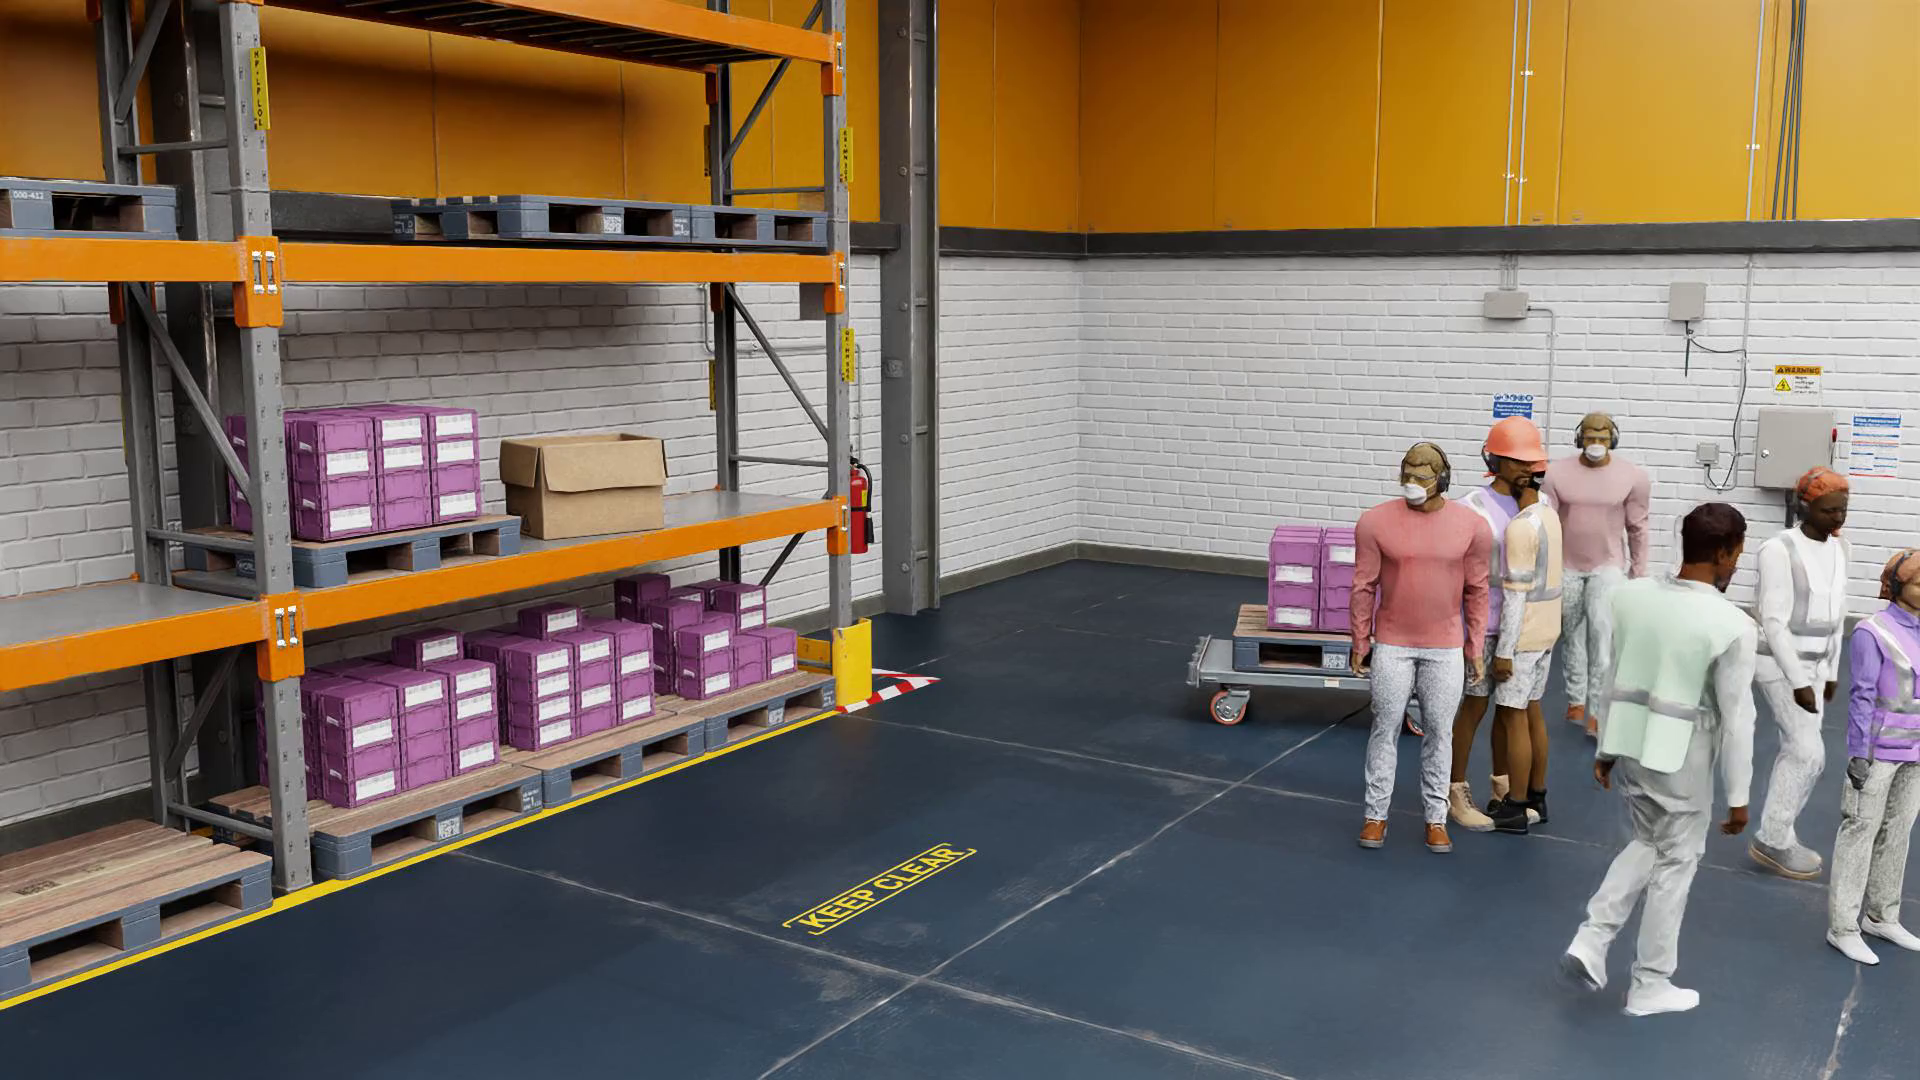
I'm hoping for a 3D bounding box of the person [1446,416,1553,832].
[{"bbox_3d":[2.642,0.411,8.088,0.609,2.035,0.408,-4,10,-27],"label":"person"}]

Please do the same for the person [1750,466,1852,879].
[{"bbox_3d":[3.762,0.589,7.460,0.594,1.861,0.476,-5,10,-30],"label":"person"}]

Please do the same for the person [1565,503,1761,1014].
[{"bbox_3d":[2.523,0.806,5.951,0.473,1.893,0.639,-4,10,-23],"label":"person"}]

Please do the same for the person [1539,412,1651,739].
[{"bbox_3d":[3.673,0.206,9.790,0.644,1.906,0.838,5,10,29],"label":"person"}]

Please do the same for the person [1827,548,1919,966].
[{"bbox_3d":[3.677,0.841,6.559,0.523,1.636,0.310,-4,10,-27],"label":"person"}]

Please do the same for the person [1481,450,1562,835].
[{"bbox_3d":[2.704,0.463,8.087,0.391,1.929,0.546,6,10,33],"label":"person"}]

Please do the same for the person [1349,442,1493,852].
[{"bbox_3d":[2.145,0.501,7.798,0.635,1.935,0.350,2,9,13],"label":"person"}]
